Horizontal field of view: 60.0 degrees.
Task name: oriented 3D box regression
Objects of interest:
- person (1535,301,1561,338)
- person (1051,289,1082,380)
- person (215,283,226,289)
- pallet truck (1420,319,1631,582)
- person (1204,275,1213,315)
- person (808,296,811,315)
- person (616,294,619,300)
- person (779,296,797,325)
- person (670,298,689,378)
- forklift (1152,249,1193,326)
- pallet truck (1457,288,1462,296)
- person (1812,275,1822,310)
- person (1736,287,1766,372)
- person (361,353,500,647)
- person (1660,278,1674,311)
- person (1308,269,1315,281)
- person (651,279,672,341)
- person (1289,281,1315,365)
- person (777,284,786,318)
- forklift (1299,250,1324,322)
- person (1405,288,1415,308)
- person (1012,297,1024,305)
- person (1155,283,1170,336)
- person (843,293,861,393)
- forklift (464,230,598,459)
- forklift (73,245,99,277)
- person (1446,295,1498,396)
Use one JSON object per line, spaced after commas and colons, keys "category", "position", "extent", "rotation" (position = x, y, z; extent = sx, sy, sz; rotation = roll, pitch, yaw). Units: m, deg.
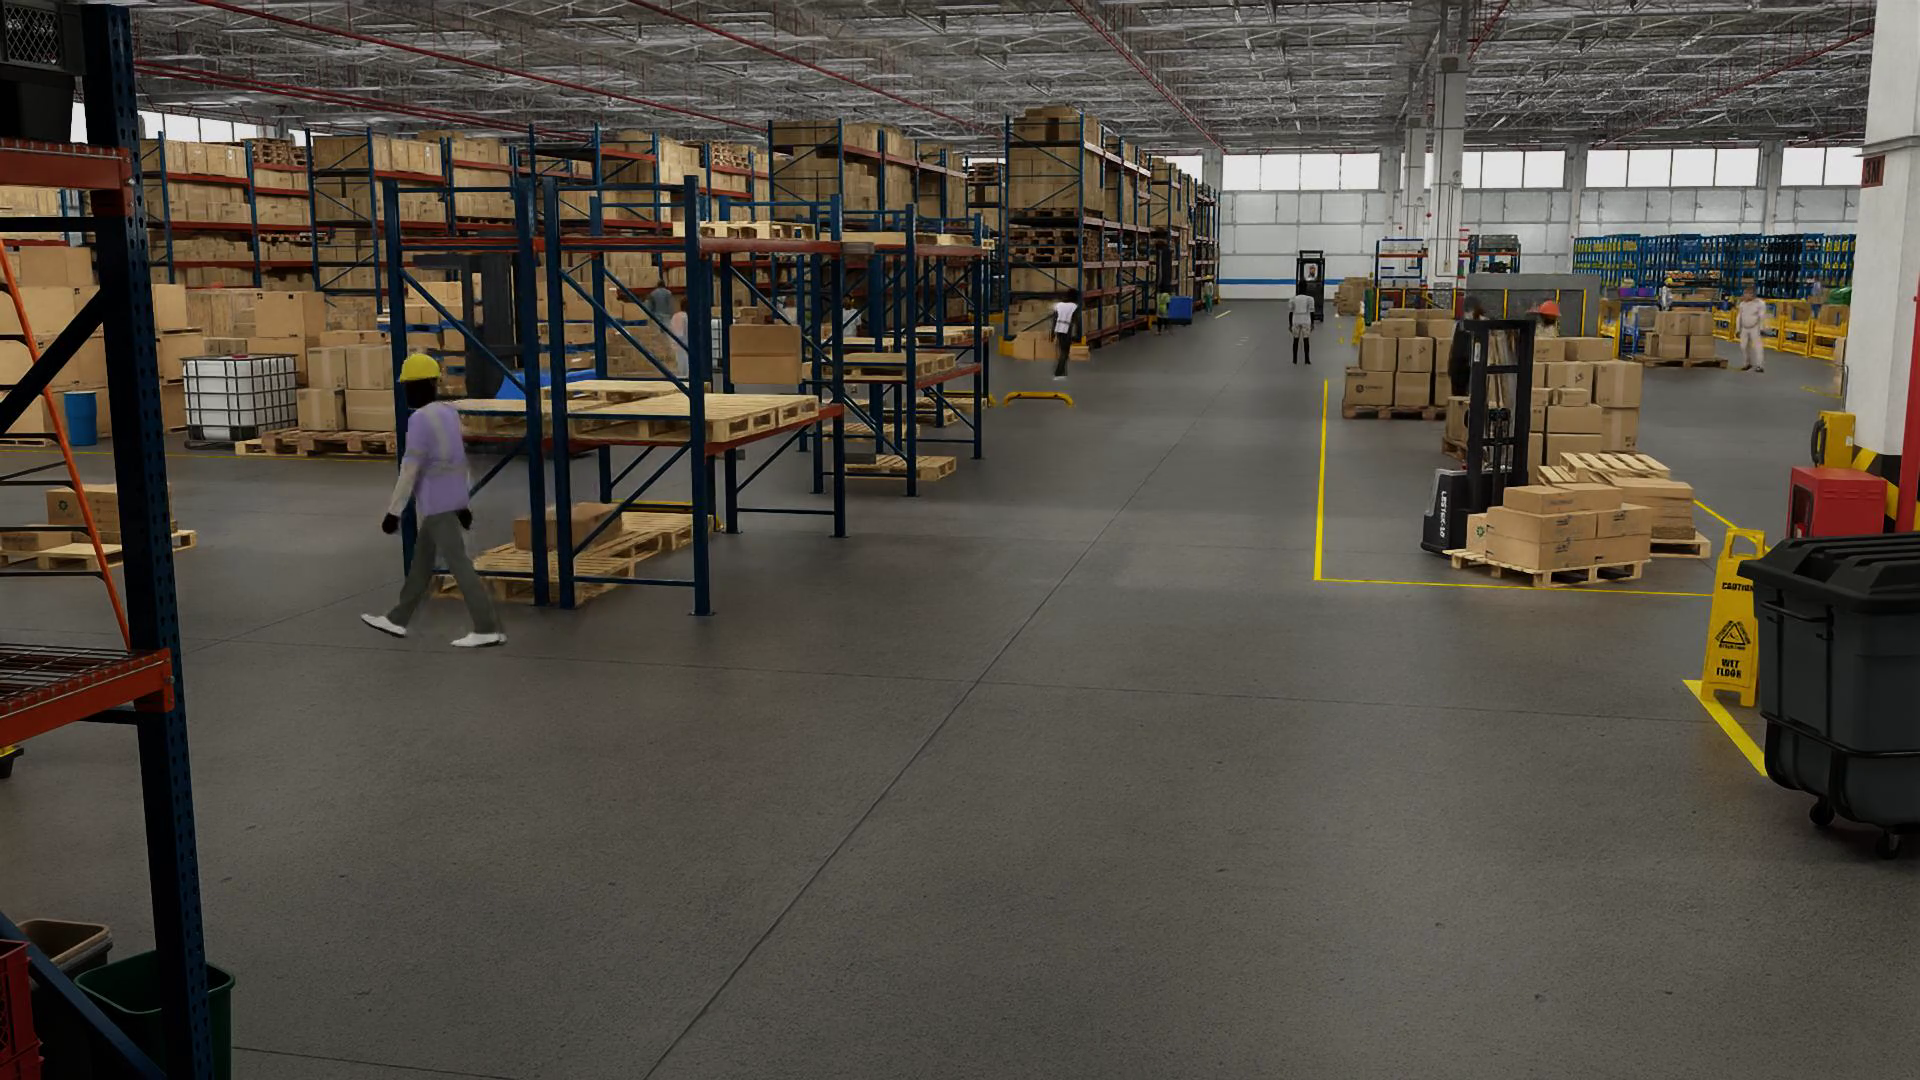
{"category": "person", "position": [8.068, -2.294, 22.708], "extent": [0.871, 1.901, 0.550], "rotation": [9, 13, 44]}
{"category": "person", "position": [2.189, -4.210, 34.103], "extent": [0.719, 1.872, 0.609], "rotation": [-8, 13, -40]}
{"category": "person", "position": [-18.689, -5.566, 42.162], "extent": [0.959, 1.896, 0.553], "rotation": [4, 11, 25]}
{"category": "pallet truck", "position": [4.543, -0.757, 13.299], "extent": [0.823, 1.965, 1.885], "rotation": [-4, 10, -22]}
{"category": "person", "position": [11.109, -10.961, 74.420], "extent": [0.329, 1.765, 0.526], "rotation": [-6, 12, -34]}
{"category": "person", "position": [-5.624, -9.164, 64.155], "extent": [0.497, 1.633, 0.278], "rotation": [0, 10, -3]}
{"category": "person", "position": [-8.452, -5.243, 40.949], "extent": [0.524, 1.631, 0.318], "rotation": [0, 10, 0]}
{"category": "person", "position": [-3.890, -4.756, 38.041], "extent": [0.534, 1.626, 0.365], "rotation": [-3, 10, -16]}
{"category": "person", "position": [-4.687, -3.200, 28.292], "extent": [0.632, 1.820, 0.498], "rotation": [7, 12, 37]}
{"category": "forklift", "position": [7.646, -9.320, 61.395], "extent": [1.873, 2.768, 1.129], "rotation": [2, 10, 11]}
{"category": "pallet truck", "position": [20.506, -9.785, 68.819], "extent": [0.653, 1.274, 1.630], "rotation": [2, 10, 12]}
{"category": "person", "position": [36.920, -10.515, 71.683], "extent": [0.963, 1.801, 0.583], "rotation": [2, 10, 10]}
{"category": "person", "position": [17.506, -4.648, 36.762], "extent": [0.432, 1.867, 0.699], "rotation": [-6, 11, -31]}
{"category": "person", "position": [-3.412, -0.238, 10.598], "extent": [0.988, 1.875, 0.610], "rotation": [0, 10, 1]}
{"category": "person", "position": [24.667, -8.228, 58.073], "extent": [0.403, 1.820, 0.597], "rotation": [6, 11, 33]}
{"category": "person", "position": [17.645, -12.616, 83.533], "extent": [0.376, 1.995, 0.612], "rotation": [6, 11, 30]}
{"category": "person", "position": [-8.314, -6.354, 46.671], "extent": [0.662, 1.913, 0.773], "rotation": [2, 10, 13]}
{"category": "person", "position": [8.015, -5.082, 39.026], "extent": [0.601, 1.958, 0.380], "rotation": [3, 10, 17]}
{"category": "person", "position": [-6.043, -7.763, 55.788], "extent": [0.563, 1.643, 0.899], "rotation": [6, 11, 30]}
{"category": "forklift", "position": [13.778, -10.002, 65.433], "extent": [1.129, 2.768, 1.873], "rotation": [2, 10, 12]}
{"category": "person", "position": [15.126, -7.700, 55.689], "extent": [0.881, 1.575, 0.508], "rotation": [-5, 11, -29]}
{"category": "person", "position": [2.035, -8.362, 59.016], "extent": [0.534, 1.767, 0.314], "rotation": [9, 13, 42]}
{"category": "person", "position": [6.575, -7.497, 54.102], "extent": [0.317, 1.697, 0.540], "rotation": [-9, 13, -43]}
{"category": "person", "position": [-2.077, -3.644, 30.761], "extent": [0.514, 1.876, 0.328], "rotation": [2, 10, 12]}
{"category": "forklift", "position": [-5.588, -2.467, 20.815], "extent": [1.873, 2.768, 1.129], "rotation": [2, 10, 12]}
{"category": "forklift", "position": [-22.589, -6.286, 43.430], "extent": [1.873, 2.768, 1.129], "rotation": [2, 10, 12]}
{"category": "person", "position": [7.248, -2.503, 23.510], "extent": [0.739, 2.000, 0.916], "rotation": [9, 13, 42]}
